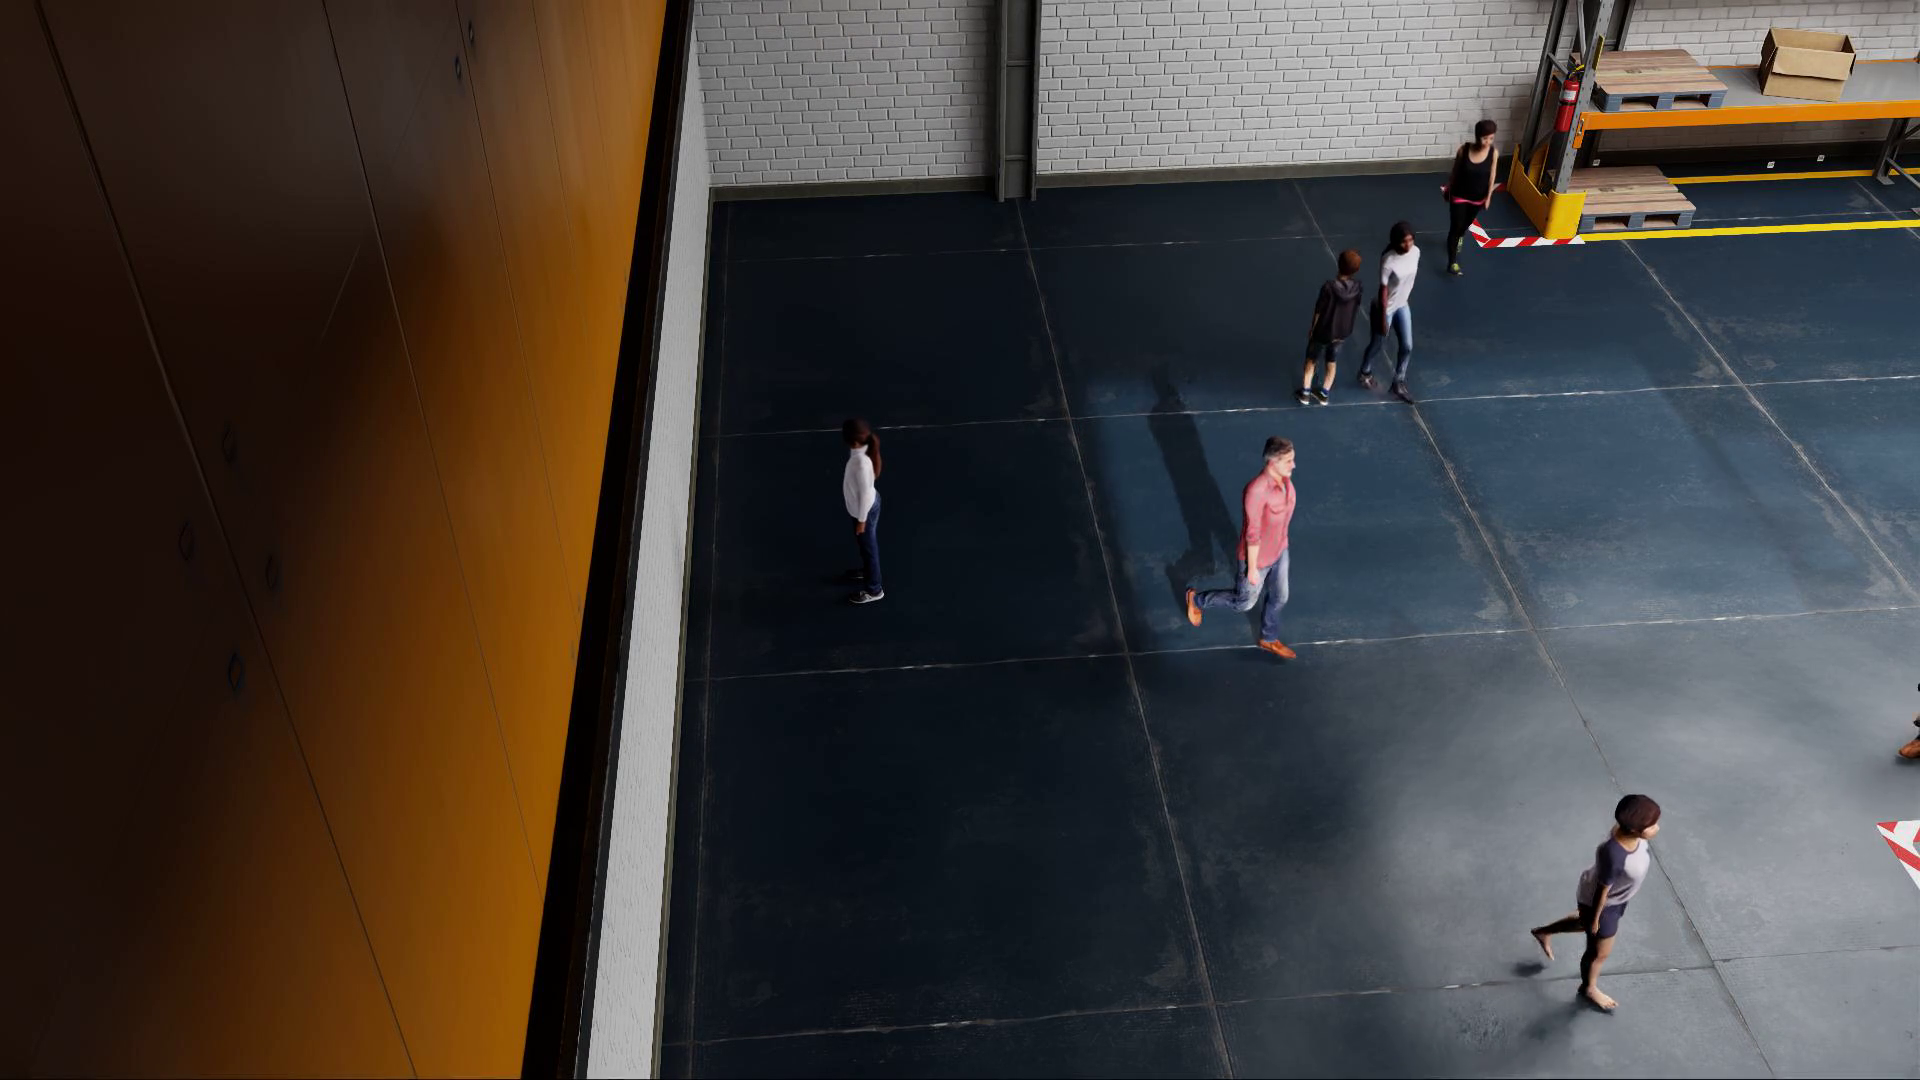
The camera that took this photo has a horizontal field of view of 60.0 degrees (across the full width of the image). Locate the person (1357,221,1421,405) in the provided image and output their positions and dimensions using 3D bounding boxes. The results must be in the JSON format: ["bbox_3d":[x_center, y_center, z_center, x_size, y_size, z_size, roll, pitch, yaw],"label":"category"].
[{"bbox_3d":[3.577,-1.978,14.091,0.877,1.696,0.886,-24,45,-27],"label":"person"}]

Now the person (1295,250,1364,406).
[{"bbox_3d":[3.155,-1.764,14.029,0.478,1.438,0.656,-13,41,-16],"label":"person"}]

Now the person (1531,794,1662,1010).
[{"bbox_3d":[3.548,1.948,9.290,0.917,1.553,0.845,26,45,29],"label":"person"}]

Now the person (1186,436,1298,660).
[{"bbox_3d":[2.000,0.047,11.469,1.166,1.804,1.107,26,46,29],"label":"person"}]

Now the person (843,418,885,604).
[{"bbox_3d":[-0.685,-0.240,12.026,0.514,1.557,0.534,-2,39,-2],"label":"person"}]

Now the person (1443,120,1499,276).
[{"bbox_3d":[4.876,-3.361,15.972,1.029,1.510,0.745,6,39,7],"label":"person"}]
